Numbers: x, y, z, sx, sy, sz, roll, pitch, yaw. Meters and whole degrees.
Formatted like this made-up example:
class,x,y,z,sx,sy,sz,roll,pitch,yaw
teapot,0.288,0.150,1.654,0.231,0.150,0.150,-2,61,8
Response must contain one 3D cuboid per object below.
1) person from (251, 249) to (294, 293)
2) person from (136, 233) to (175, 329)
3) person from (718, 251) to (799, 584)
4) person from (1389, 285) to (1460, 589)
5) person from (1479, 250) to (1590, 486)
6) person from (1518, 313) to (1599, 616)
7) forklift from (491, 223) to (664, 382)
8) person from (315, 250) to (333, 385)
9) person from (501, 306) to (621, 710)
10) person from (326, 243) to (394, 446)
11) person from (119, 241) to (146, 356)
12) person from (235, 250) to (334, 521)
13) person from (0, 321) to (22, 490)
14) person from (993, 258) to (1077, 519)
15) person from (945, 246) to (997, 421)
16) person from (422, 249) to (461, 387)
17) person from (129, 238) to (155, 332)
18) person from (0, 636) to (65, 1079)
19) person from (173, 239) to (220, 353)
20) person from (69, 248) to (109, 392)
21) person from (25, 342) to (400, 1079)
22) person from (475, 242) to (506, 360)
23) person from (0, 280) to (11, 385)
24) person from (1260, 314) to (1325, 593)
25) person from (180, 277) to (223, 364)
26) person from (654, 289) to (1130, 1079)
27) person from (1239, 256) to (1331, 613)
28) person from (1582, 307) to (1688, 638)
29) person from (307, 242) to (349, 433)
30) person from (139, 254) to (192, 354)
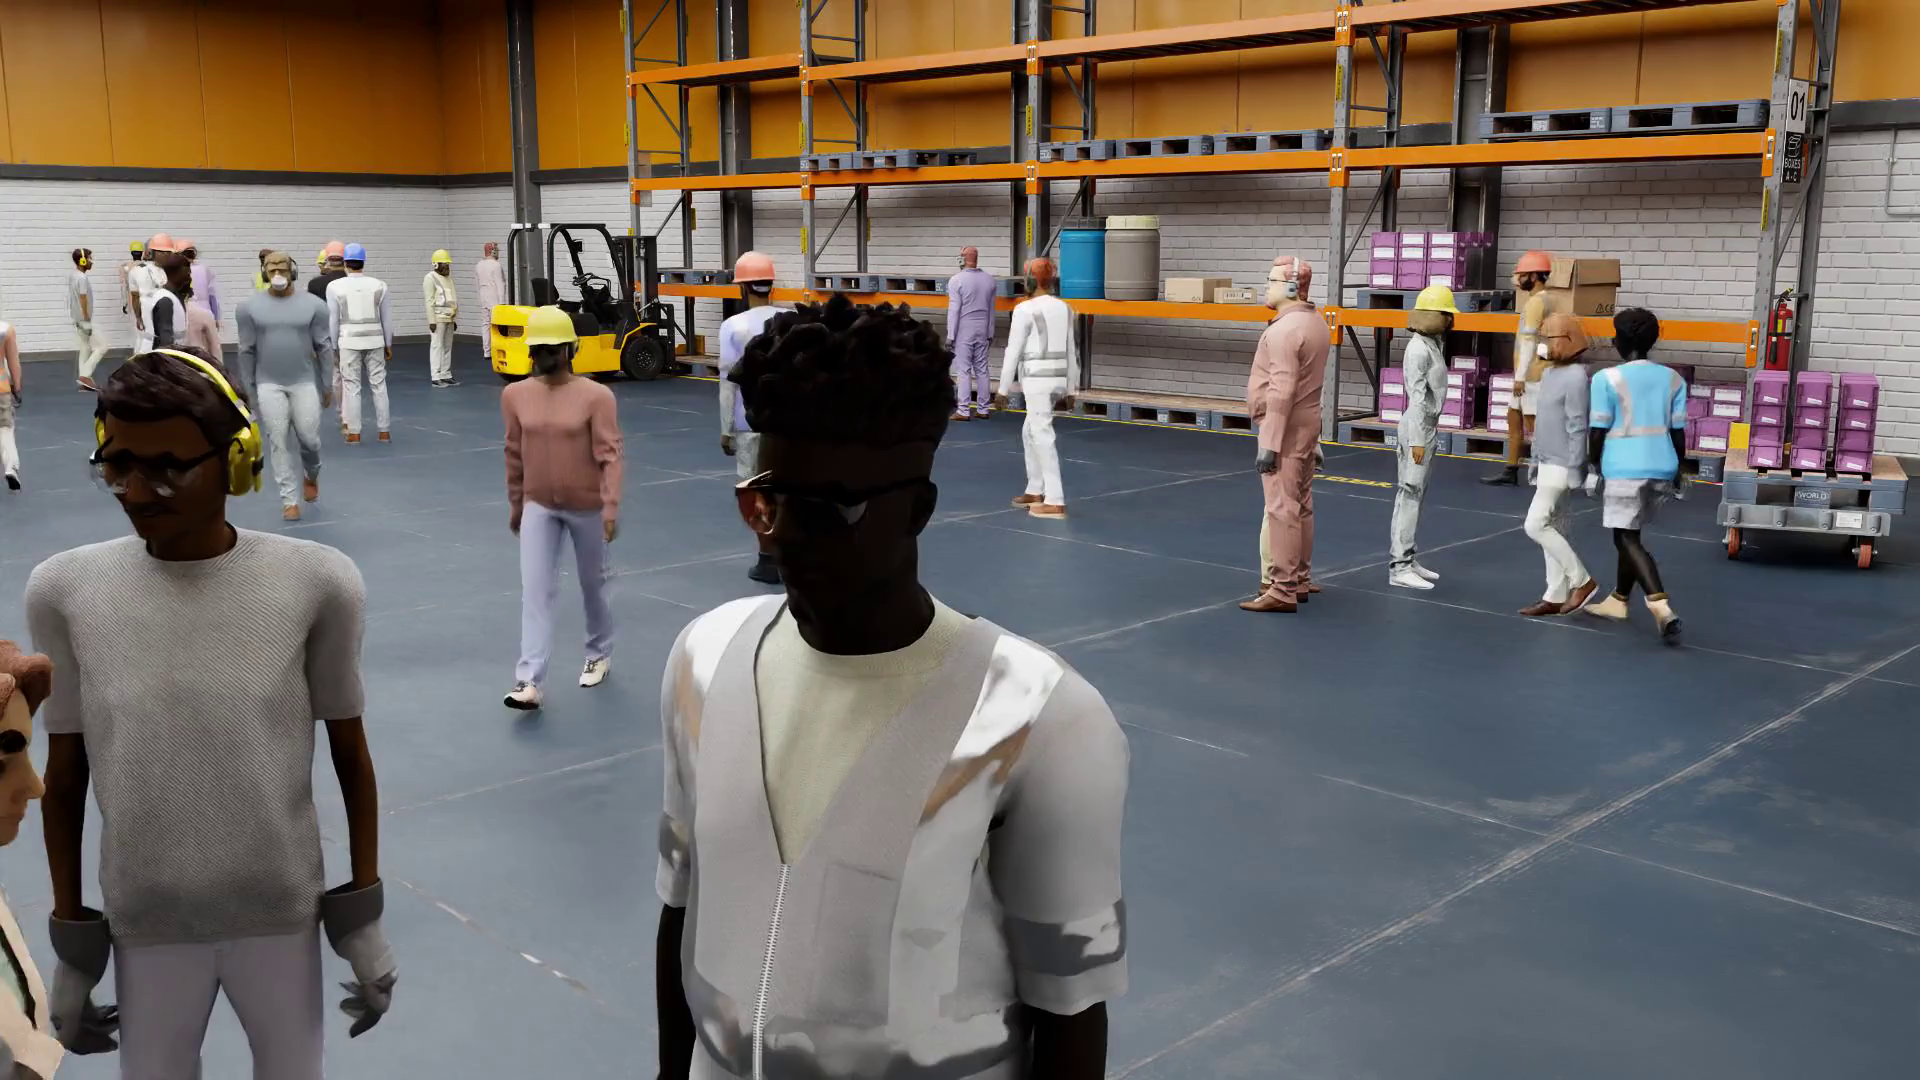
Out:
class,x,y,z,sx,sy,sz,roll,pitch,yaw
person,-9.875,-3.277,23.985,0.637,1.831,0.572,0,10,2
person,-8.837,-2.382,18.532,0.387,2.039,0.615,2,11,12
person,-1.153,-0.701,9.661,0.555,1.925,0.398,-7,12,-33
person,2.688,-0.597,9.616,0.325,1.740,0.492,4,11,22
person,4.628,-1.334,13.192,0.822,1.912,0.553,4,11,23
person,3.115,-0.380,8.749,0.354,1.618,0.510,1,10,3
forklift,-5.316,-3.263,22.920,2.313,2.155,1.214,-10,14,-44
person,-8.513,-3.016,22.587,0.403,1.826,0.592,-2,11,-9
person,-1.726,-0.142,7.175,0.547,1.712,0.895,1,10,5
person,-5.800,-1.888,16.094,0.615,1.945,0.404,-6,12,-32
person,-13.291,-3.877,26.994,0.585,1.928,0.368,-6,12,-29
person,-4.832,-1.114,11.948,0.633,1.923,0.586,-4,11,-18
person,-7.618,-1.155,12.988,0.518,1.626,0.360,-7,12,-33
person,0.514,-1.091,12.001,0.737,1.858,0.584,8,13,38
person,0.093,-2.254,18.205,0.652,1.904,0.404,-9,13,-39
person,-6.929,-2.969,22.300,0.403,1.831,0.597,3,11,14
person,-10.620,-3.033,22.082,0.683,2.000,0.919,-4,11,-21
person,-1.163,0.887,1.830,0.419,1.620,0.589,-5,11,-25
person,-9.914,-2.913,21.613,1.073,1.985,0.615,5,12,26
person,-11.293,-2.841,21.541,0.397,1.855,0.561,-9,14,-40
person,-1.165,0.623,2.633,0.520,1.865,0.335,-3,11,-14
person,-7.568,-3.874,27.030,0.636,1.911,0.405,9,14,40
person,-11.248,-2.457,19.237,0.370,1.934,0.627,-9,14,-42
person,1.876,-0.486,9.302,0.279,1.633,0.499,9,14,41
person,-6.738,-1.487,14.521,0.547,1.725,0.888,-4,11,-20
person,-0.116,0.709,1.880,0.605,1.966,0.367,6,12,30
person,1.745,-0.565,8.978,0.408,1.913,0.644,5,12,27
person,3.477,-0.339,8.411,0.536,1.667,0.755,-4,11,-20
person,-6.404,-2.110,17.305,0.651,1.939,0.998,-2,11,-10
person,-6.792,-1.499,14.244,1.030,1.866,0.641,-2,11,-12
